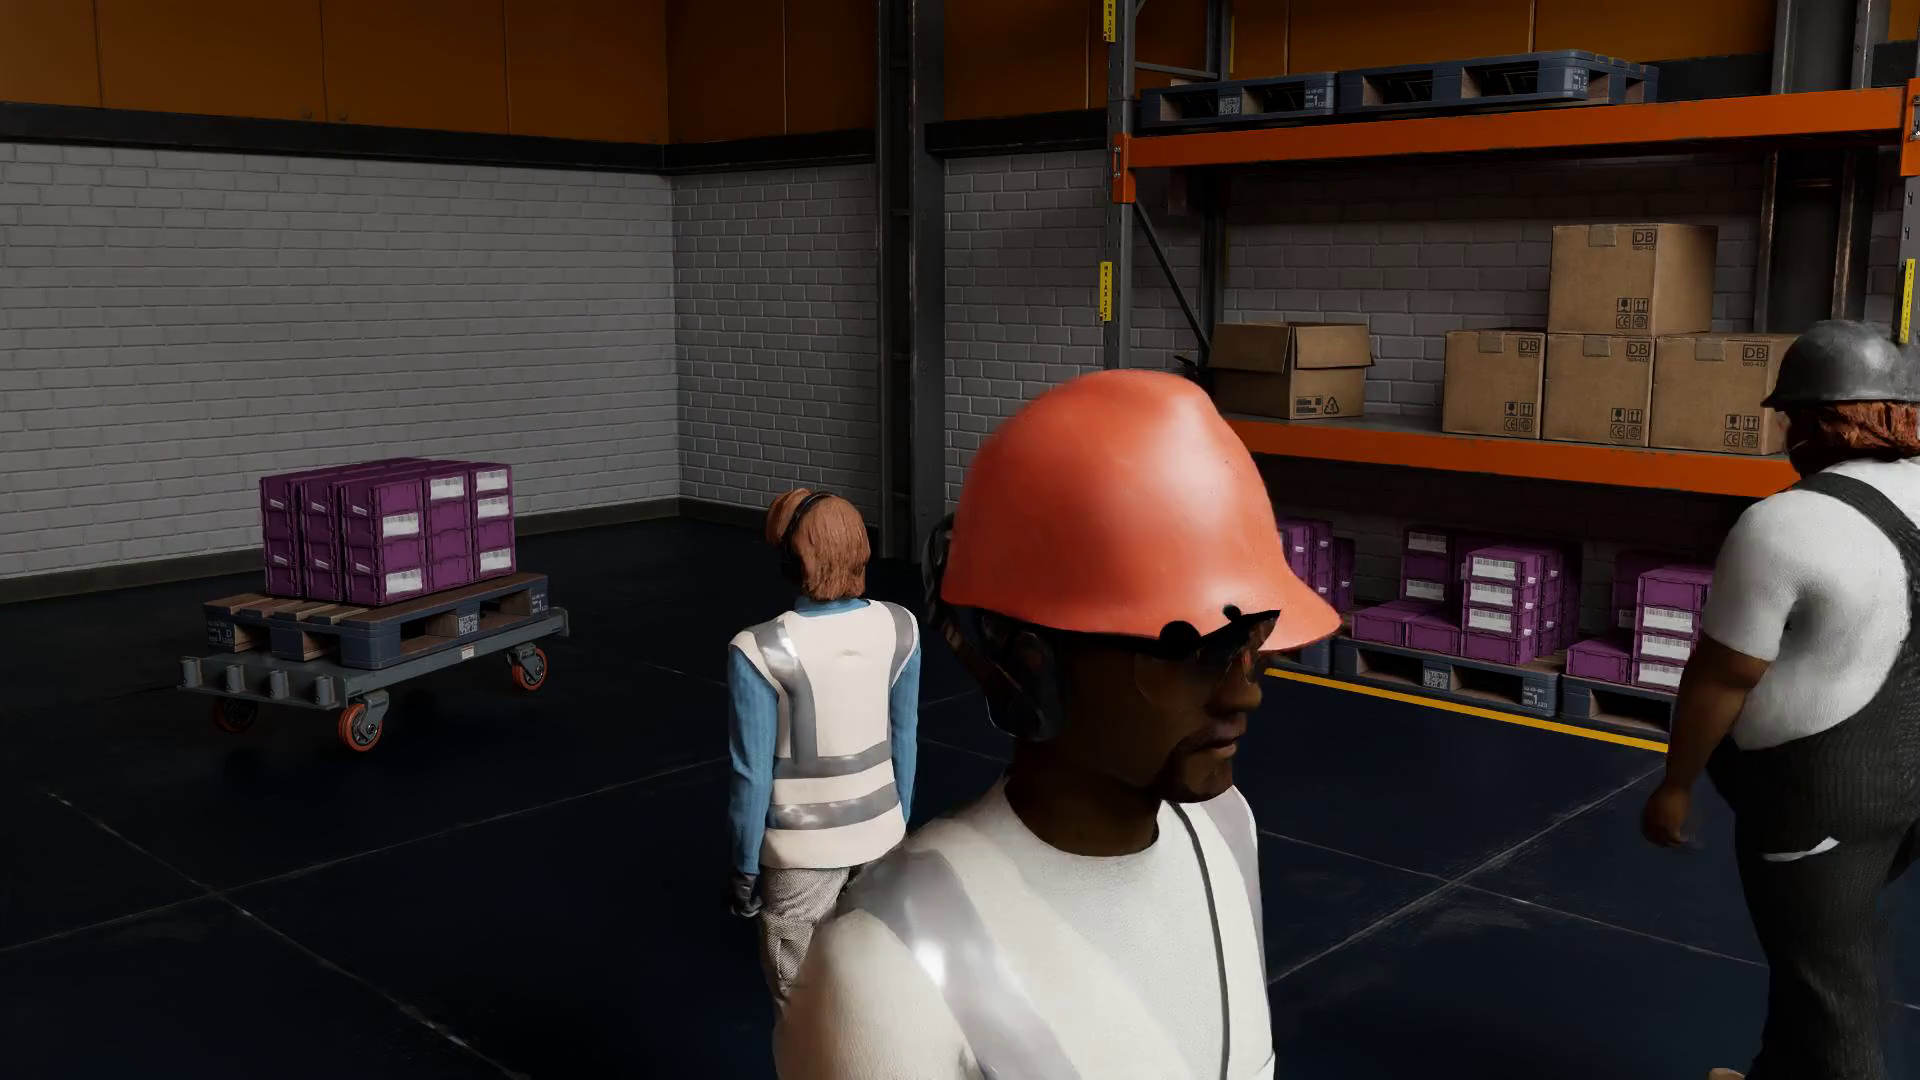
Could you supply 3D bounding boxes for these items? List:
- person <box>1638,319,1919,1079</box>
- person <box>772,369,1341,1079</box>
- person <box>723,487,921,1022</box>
[{"bbox_3d":[1.868,0.501,3.740,0.700,2.000,0.822,-4,10,-25],"label":"person"},{"bbox_3d":[0.120,0.872,1.464,0.377,2.043,0.608,6,11,33],"label":"person"},{"bbox_3d":[-0.300,0.698,3.746,0.514,1.645,0.309,-8,12,-41],"label":"person"}]
